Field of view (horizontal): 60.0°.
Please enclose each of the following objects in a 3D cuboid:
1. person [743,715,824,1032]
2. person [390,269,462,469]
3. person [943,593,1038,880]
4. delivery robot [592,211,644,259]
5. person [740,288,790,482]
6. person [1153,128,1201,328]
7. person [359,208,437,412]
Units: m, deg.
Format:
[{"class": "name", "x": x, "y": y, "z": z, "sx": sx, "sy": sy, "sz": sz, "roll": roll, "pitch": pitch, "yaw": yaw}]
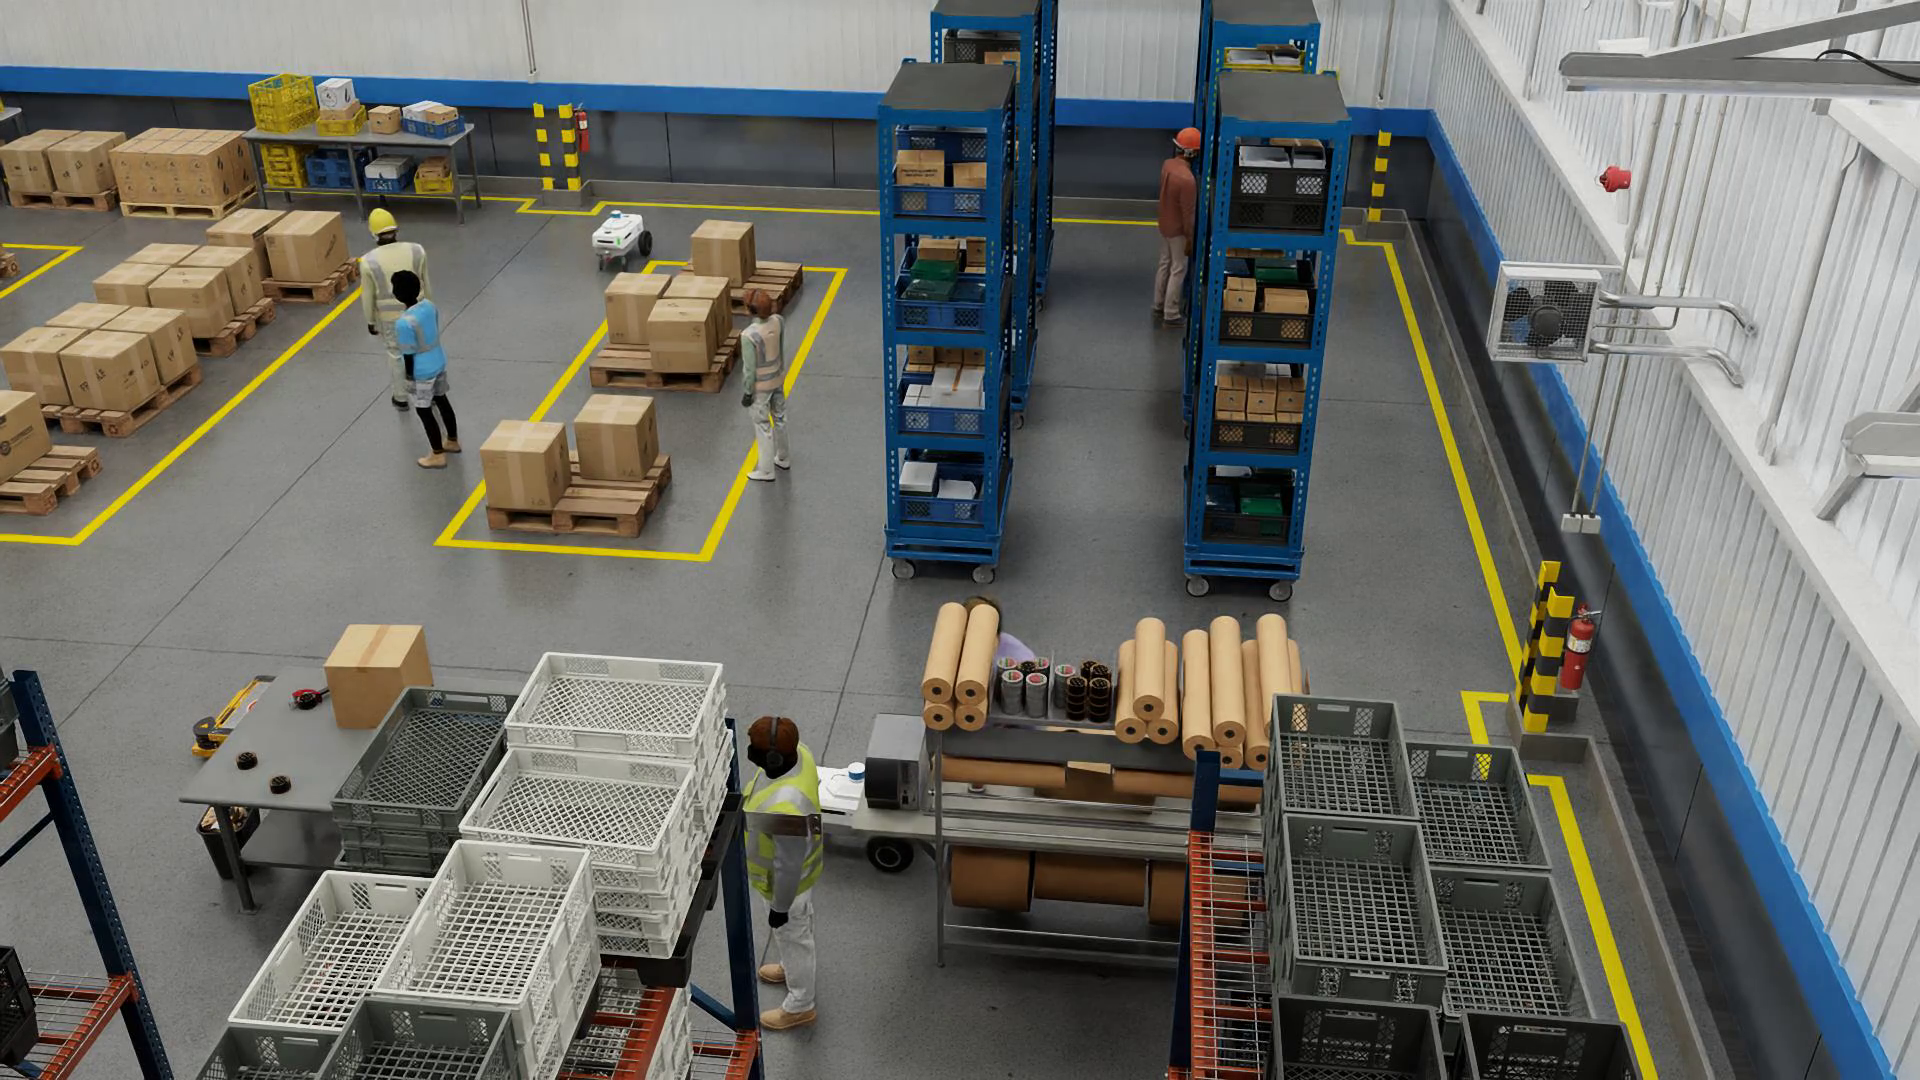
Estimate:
[{"class": "person", "x": -0.887, "y": 1.639, "z": 8.282, "sx": 0.429, "sy": 1.844, "sz": 0.627, "roll": -2, "pitch": 30, "yaw": -4}, {"class": "person", "x": -4.398, "y": -1.409, "z": 13.668, "sx": 0.320, "sy": 1.691, "sz": 0.542, "roll": 6, "pitch": 31, "yaw": 10}, {"class": "person", "x": 0.136, "y": 1.101, "z": 9.124, "sx": 0.628, "sy": 1.930, "sz": 0.370, "roll": 14, "pitch": 33, "yaw": 22}, {"class": "delivery robot", "x": -3.694, "y": -3.312, "z": 17.964, "sx": 0.477, "sy": 0.478, "sz": 0.707, "roll": 6, "pitch": 31, "yaw": 11}, {"class": "person", "x": -1.587, "y": -1.258, "z": 13.460, "sx": 0.313, "sy": 1.636, "sz": 0.539, "roll": 15, "pitch": 34, "yaw": 25}, {"class": "person", "x": 2.135, "y": -3.029, "z": 16.169, "sx": 0.411, "sy": 1.980, "sz": 0.625, "roll": -9, "pitch": 31, "yaw": -15}, {"class": "person", "x": -4.909, "y": -2.010, "z": 14.565, "sx": 0.601, "sy": 1.828, "sz": 0.403, "roll": -18, "pitch": 35, "yaw": -28}]
